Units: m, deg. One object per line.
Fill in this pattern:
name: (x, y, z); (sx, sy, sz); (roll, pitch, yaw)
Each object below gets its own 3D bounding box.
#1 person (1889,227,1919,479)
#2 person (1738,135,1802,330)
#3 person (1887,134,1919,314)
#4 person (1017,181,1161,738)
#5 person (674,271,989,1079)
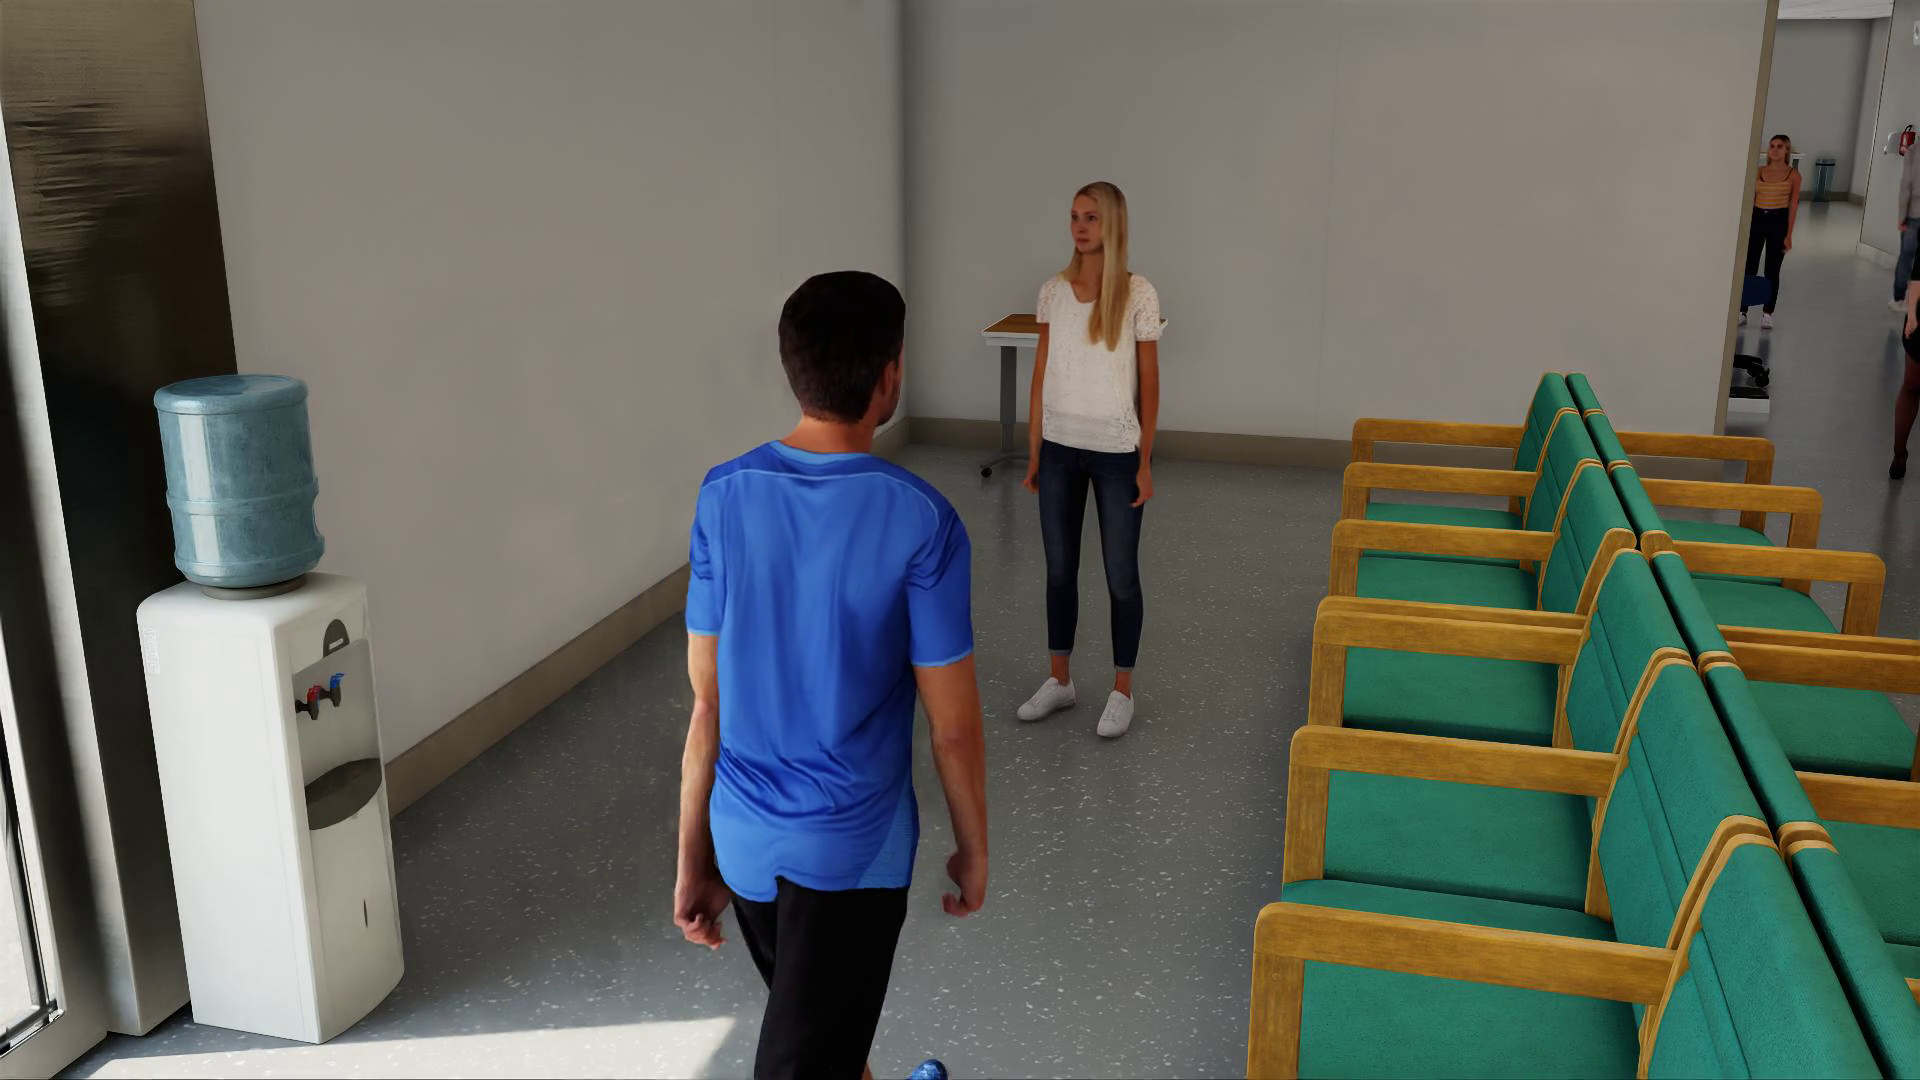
person: (5.268, -1.167, 8.882); (0.463, 1.706, 0.666); (6, 17, 20)
person: (6.926, -2.643, 14.264); (0.567, 1.628, 0.696); (11, 19, 34)
person: (8.475, -2.811, 14.521); (1.182, 1.811, 0.765); (5, 16, 17)
person: (0.440, -0.260, 5.476); (0.523, 1.809, 0.713); (9, 18, 29)
person: (-0.272, 0.561, 2.571); (1.189, 1.806, 0.800); (7, 17, 22)
